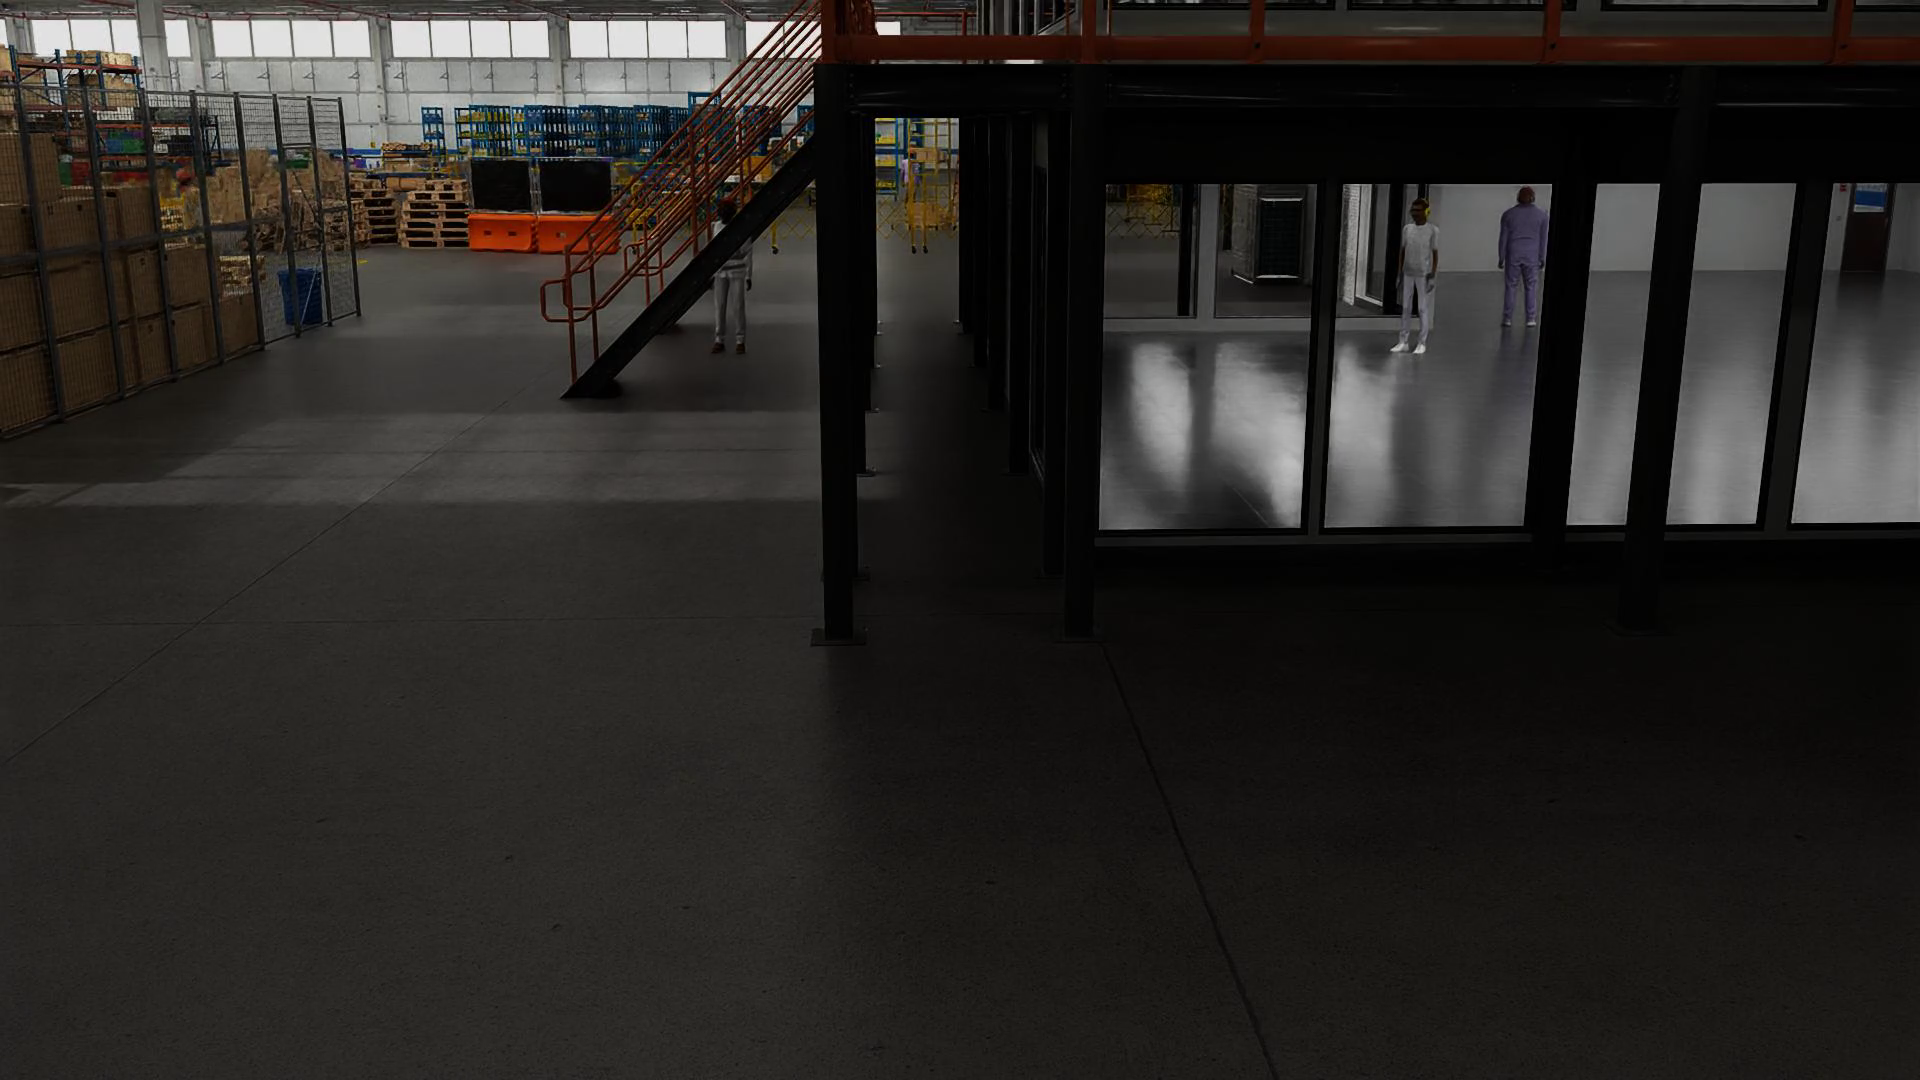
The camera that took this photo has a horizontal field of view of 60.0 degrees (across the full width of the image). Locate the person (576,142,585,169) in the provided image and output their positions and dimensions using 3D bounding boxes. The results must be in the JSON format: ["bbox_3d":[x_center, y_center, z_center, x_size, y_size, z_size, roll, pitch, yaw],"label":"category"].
[{"bbox_3d":[-19.140,-19.158,84.020,0.404,1.837,0.592,-11,18,-38],"label":"person"}]

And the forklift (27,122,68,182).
[{"bbox_3d":[-35.376,-14.773,64.377,1.129,2.768,1.873,-1,14,-2],"label":"forklift"}]

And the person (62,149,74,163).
[{"bbox_3d":[-40.109,-16.770,74.850,0.549,1.646,0.864,-2,14,-6],"label":"person"}]

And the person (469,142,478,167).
[{"bbox_3d":[-23.404,-18.254,80.224,0.619,1.925,0.657,2,14,8],"label":"person"}]

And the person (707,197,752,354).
[{"bbox_3d":[-2.797,-3.198,20.138,0.572,1.883,0.355,2,14,8],"label":"person"}]

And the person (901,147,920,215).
[{"bbox_3d":[-1.497,-10.909,50.634,0.608,2.044,0.370,7,16,25],"label":"person"}]

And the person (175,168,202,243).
[{"bbox_3d":[-14.532,-5.995,31.240,0.684,1.915,0.581,-5,15,-21],"label":"person"}]
